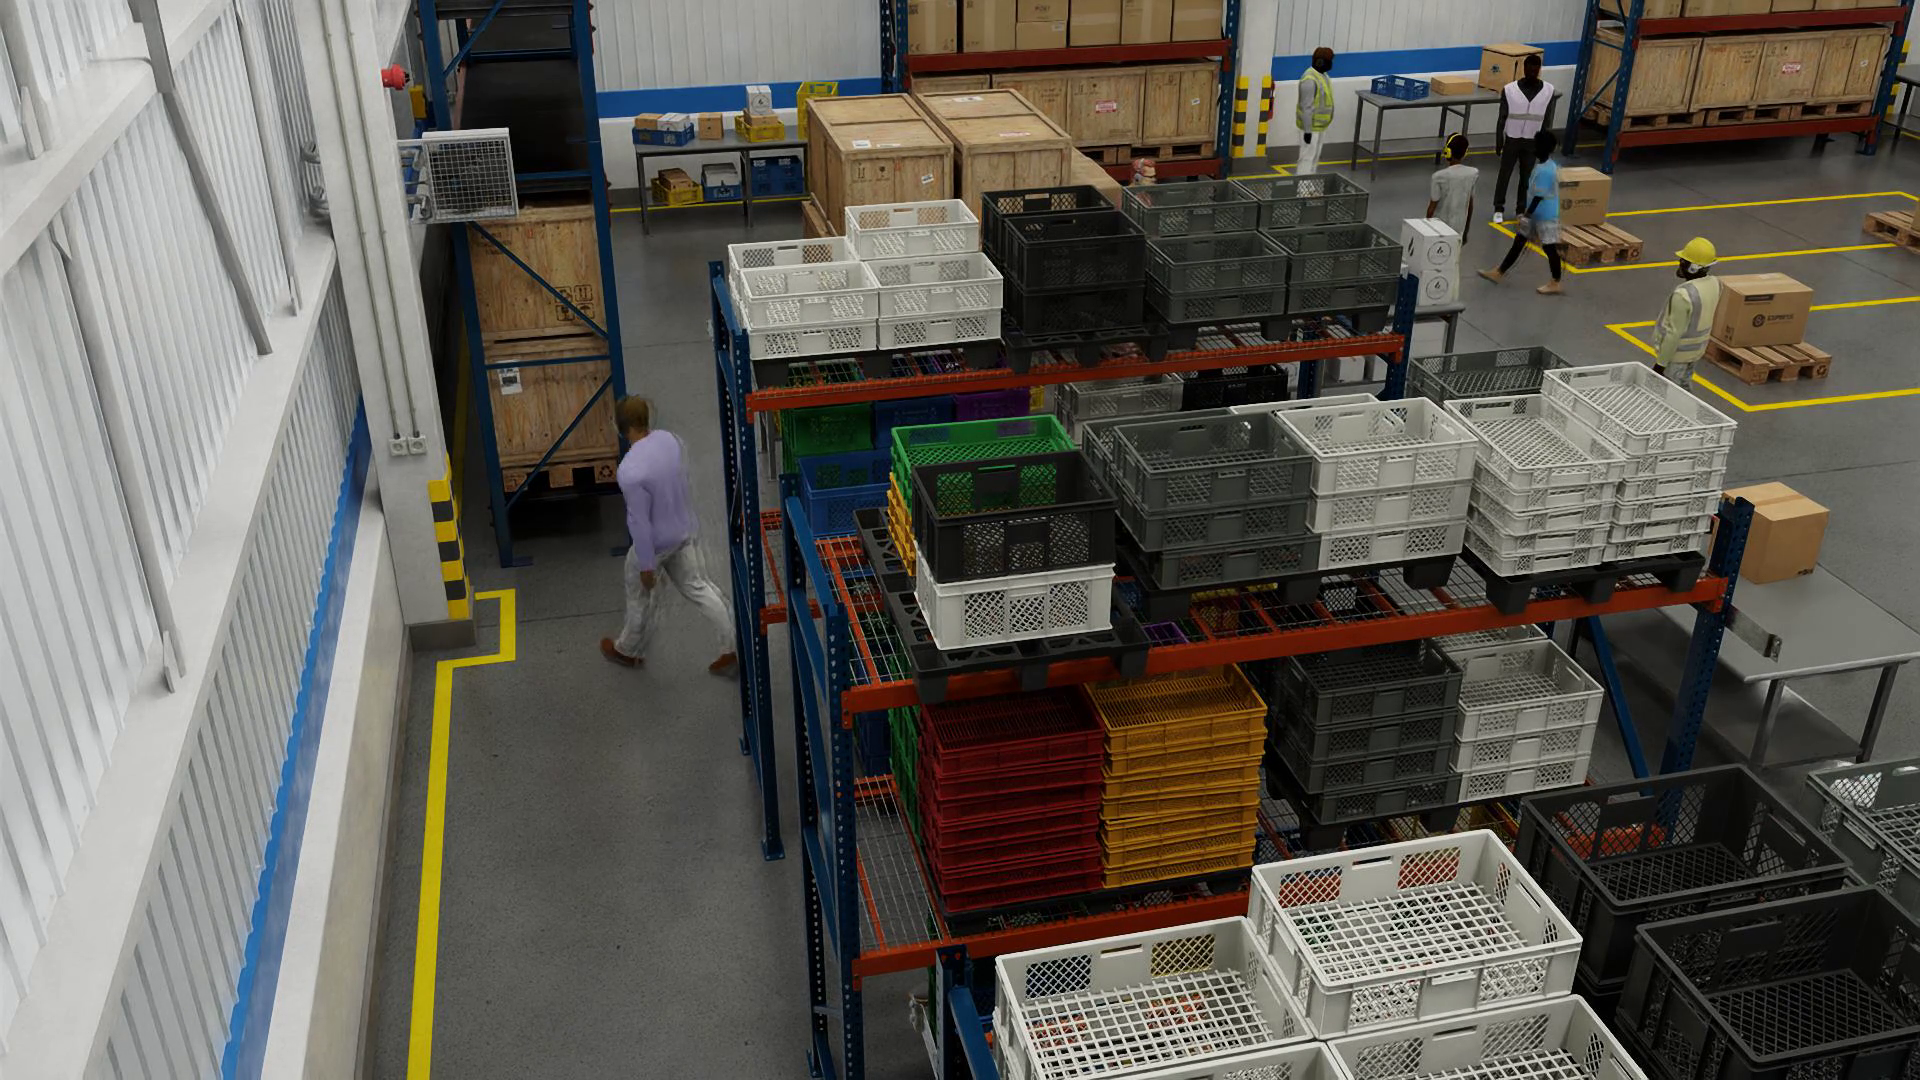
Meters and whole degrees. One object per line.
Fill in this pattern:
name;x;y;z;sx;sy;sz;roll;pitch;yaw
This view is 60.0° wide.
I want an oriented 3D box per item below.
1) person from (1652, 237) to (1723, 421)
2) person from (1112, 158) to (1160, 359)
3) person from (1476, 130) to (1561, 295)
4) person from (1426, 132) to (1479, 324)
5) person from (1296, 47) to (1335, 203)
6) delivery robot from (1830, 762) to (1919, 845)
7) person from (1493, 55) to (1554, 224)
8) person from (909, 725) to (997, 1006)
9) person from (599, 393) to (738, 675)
person;5.706;-1.514;13.221;0.597;1.836;0.404;-23;35;-36
person;1.593;-2.500;15.022;0.400;1.905;0.643;-2;28;-3
person;5.783;-3.301;16.804;0.865;1.642;0.543;4;28;7
person;4.669;-2.966;15.958;0.500;1.862;0.327;-6;28;-12
person;4.185;-4.887;19.632;0.429;1.833;0.627;14;31;25
delivery robot;5.049;1.438;8.890;0.707;0.478;0.477;17;32;29
person;6.382;-4.557;18.923;0.581;1.911;0.396;2;28;4
person;0.009;1.439;7.575;0.353;1.880;0.573;-20;34;-33
person;-1.819;0.003;10.309;1.032;1.886;0.673;10;29;18
